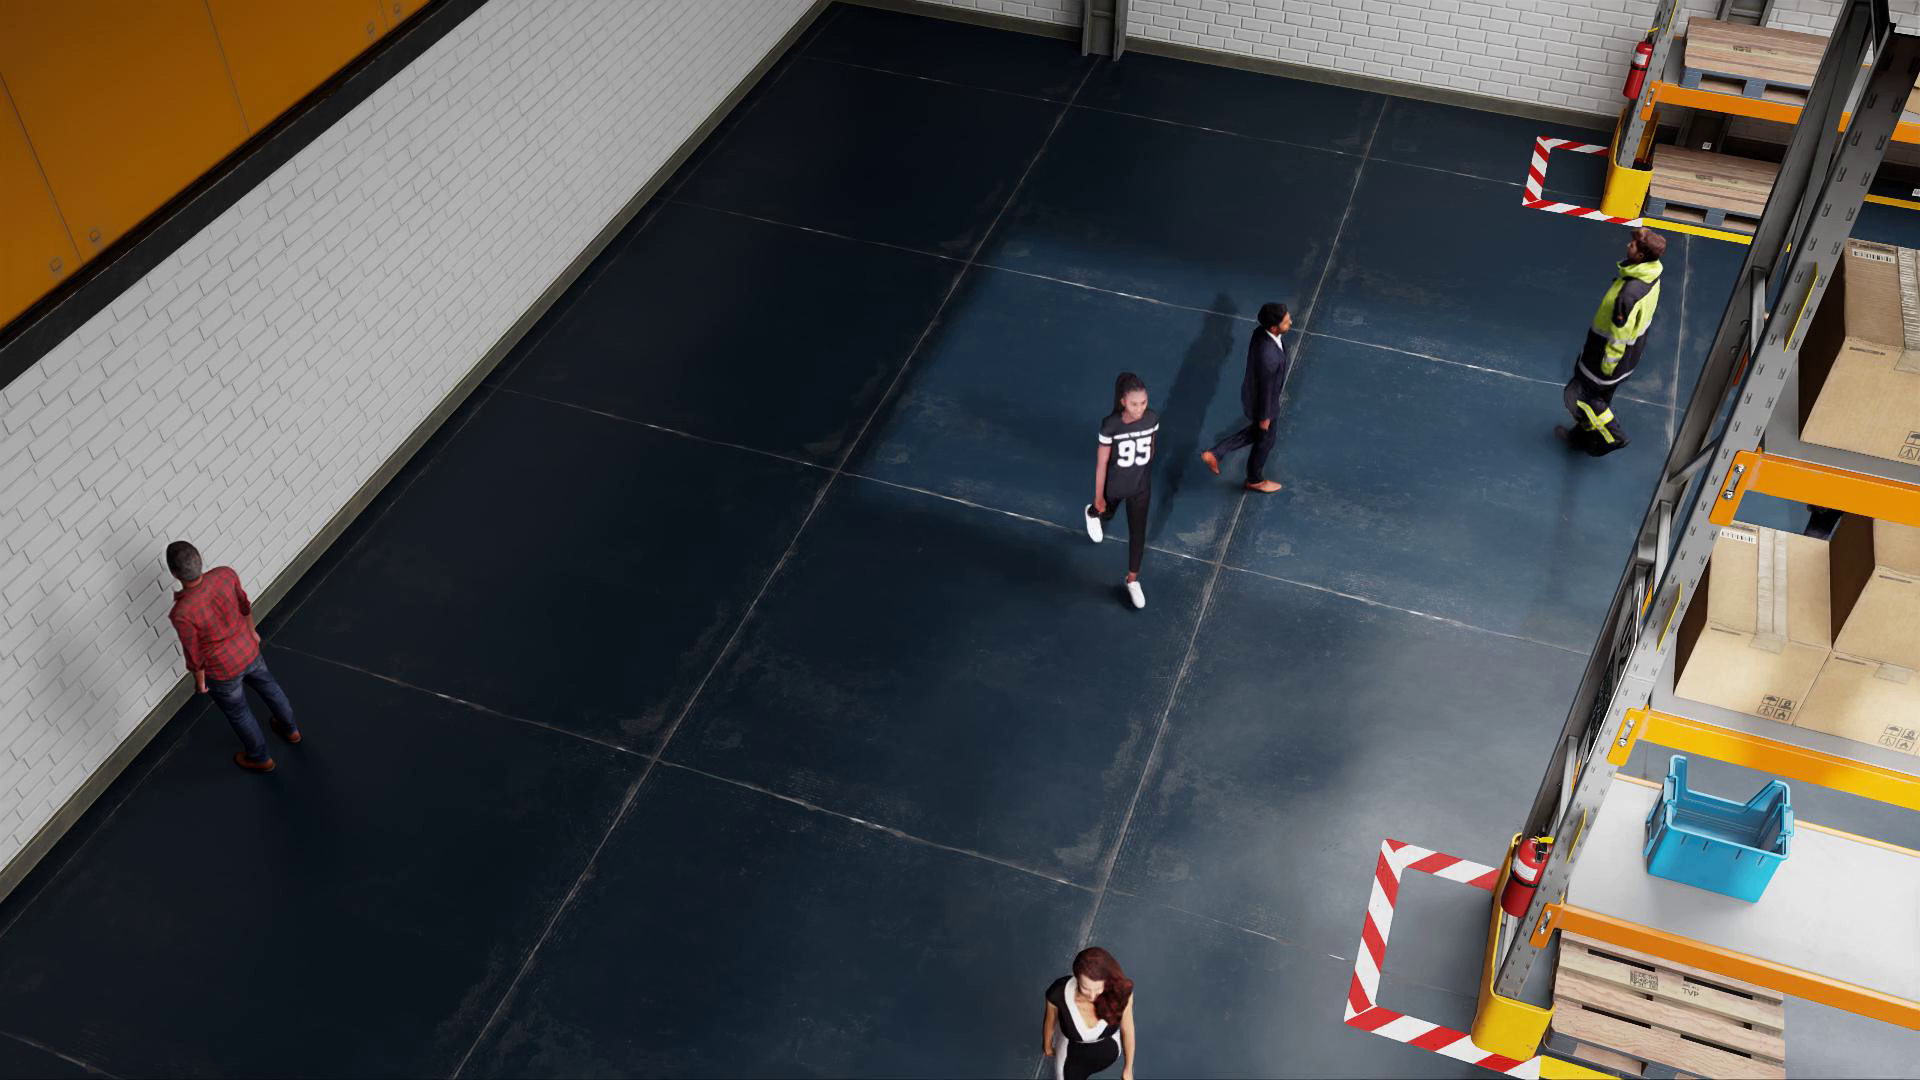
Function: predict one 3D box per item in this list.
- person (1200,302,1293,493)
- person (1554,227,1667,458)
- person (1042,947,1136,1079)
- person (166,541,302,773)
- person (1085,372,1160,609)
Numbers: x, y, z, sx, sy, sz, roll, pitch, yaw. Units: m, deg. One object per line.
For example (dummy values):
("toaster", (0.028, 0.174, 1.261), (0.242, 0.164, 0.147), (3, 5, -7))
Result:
("person", (2.101, -1.022, 12.045), (0.945, 1.710, 0.786), (3, 44, 3))
("person", (4.896, -1.405, 12.259), (0.921, 1.969, 0.885), (27, 50, 25))
("person", (0.627, 2.498, 8.324), (1.128, 1.748, 0.996), (-6, 44, -6))
("person", (-4.465, 0.701, 10.149), (0.573, 1.831, 0.705), (18, 47, 18))
("person", (1.084, -0.434, 11.438), (1.162, 1.697, 1.131), (-12, 45, -12))
